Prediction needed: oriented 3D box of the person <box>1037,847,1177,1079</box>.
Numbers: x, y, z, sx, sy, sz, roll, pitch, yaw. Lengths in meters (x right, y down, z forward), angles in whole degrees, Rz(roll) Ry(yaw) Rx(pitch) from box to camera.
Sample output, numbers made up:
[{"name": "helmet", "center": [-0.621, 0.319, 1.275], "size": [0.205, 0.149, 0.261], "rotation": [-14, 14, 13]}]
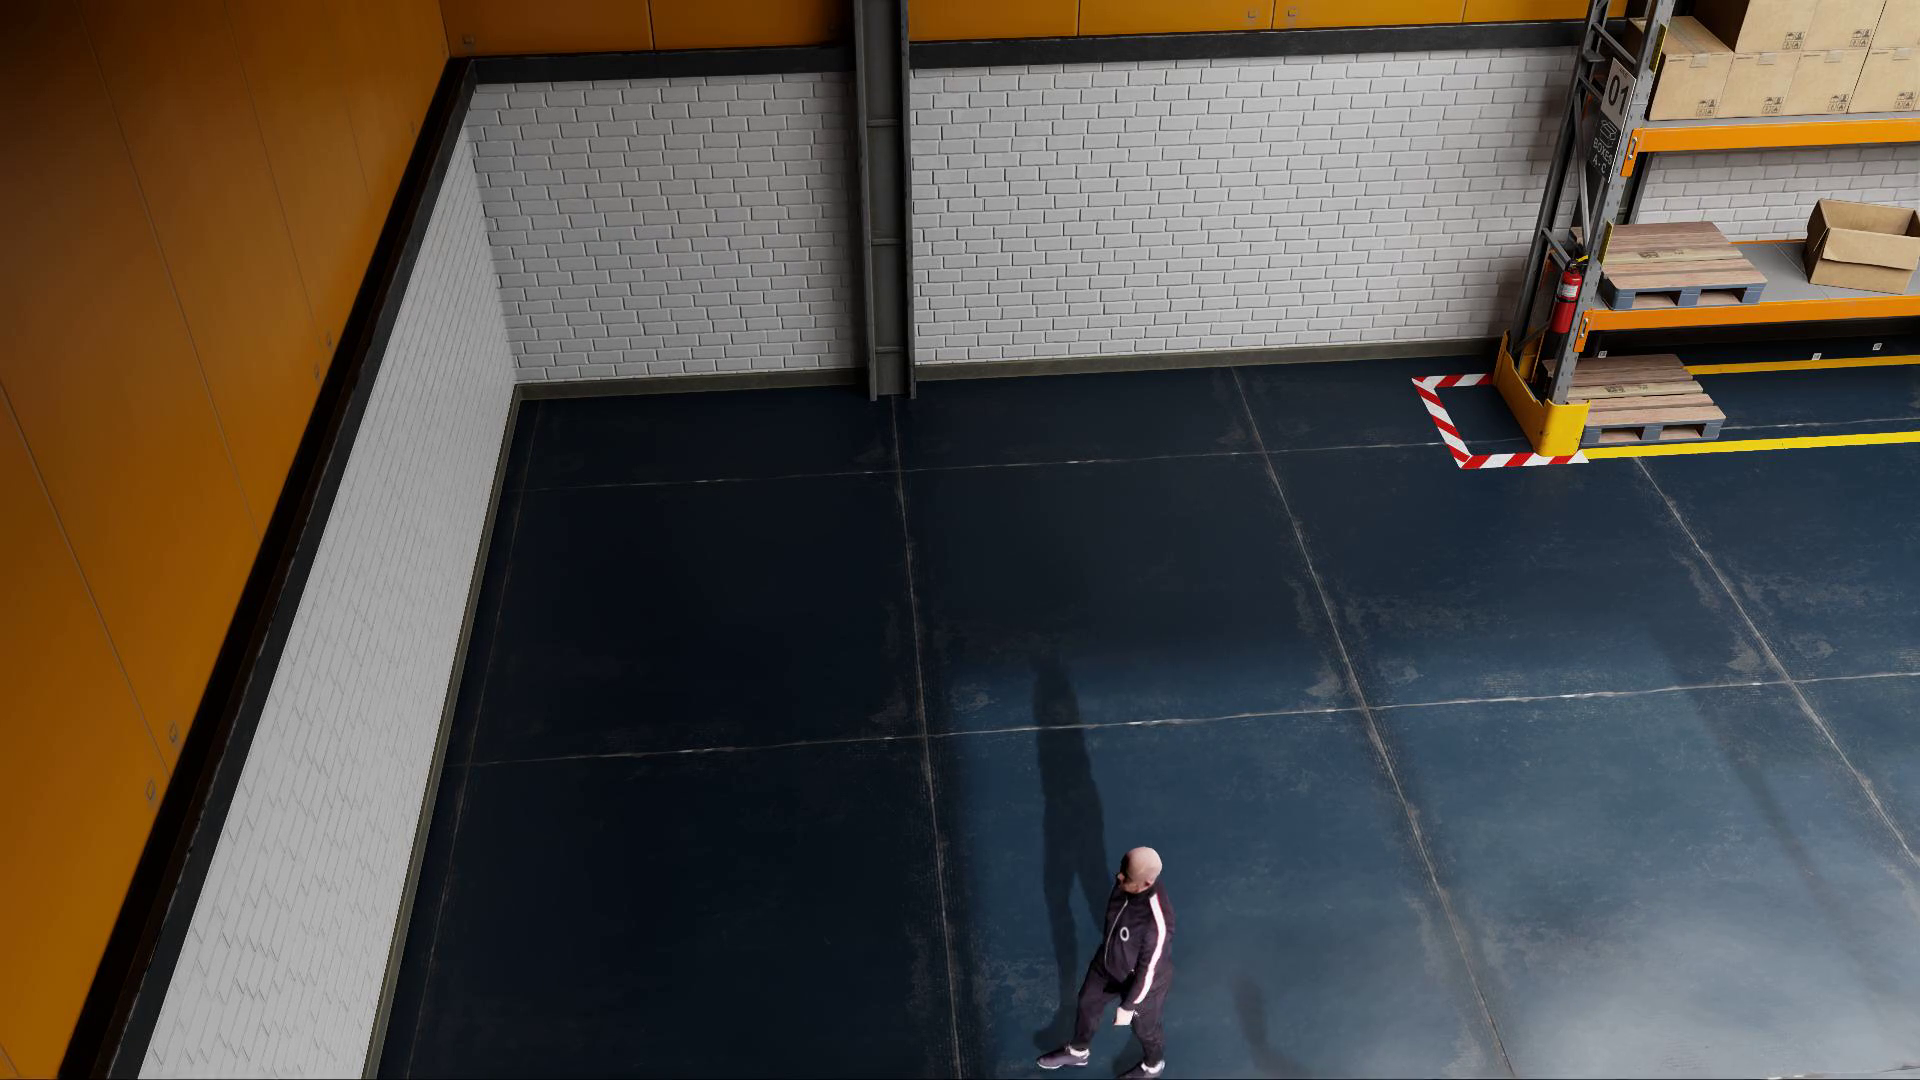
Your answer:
[{"name": "person", "center": [0.981, 2.203, 8.507], "size": [0.959, 1.816, 0.805], "rotation": [-12, 40, -15]}]
